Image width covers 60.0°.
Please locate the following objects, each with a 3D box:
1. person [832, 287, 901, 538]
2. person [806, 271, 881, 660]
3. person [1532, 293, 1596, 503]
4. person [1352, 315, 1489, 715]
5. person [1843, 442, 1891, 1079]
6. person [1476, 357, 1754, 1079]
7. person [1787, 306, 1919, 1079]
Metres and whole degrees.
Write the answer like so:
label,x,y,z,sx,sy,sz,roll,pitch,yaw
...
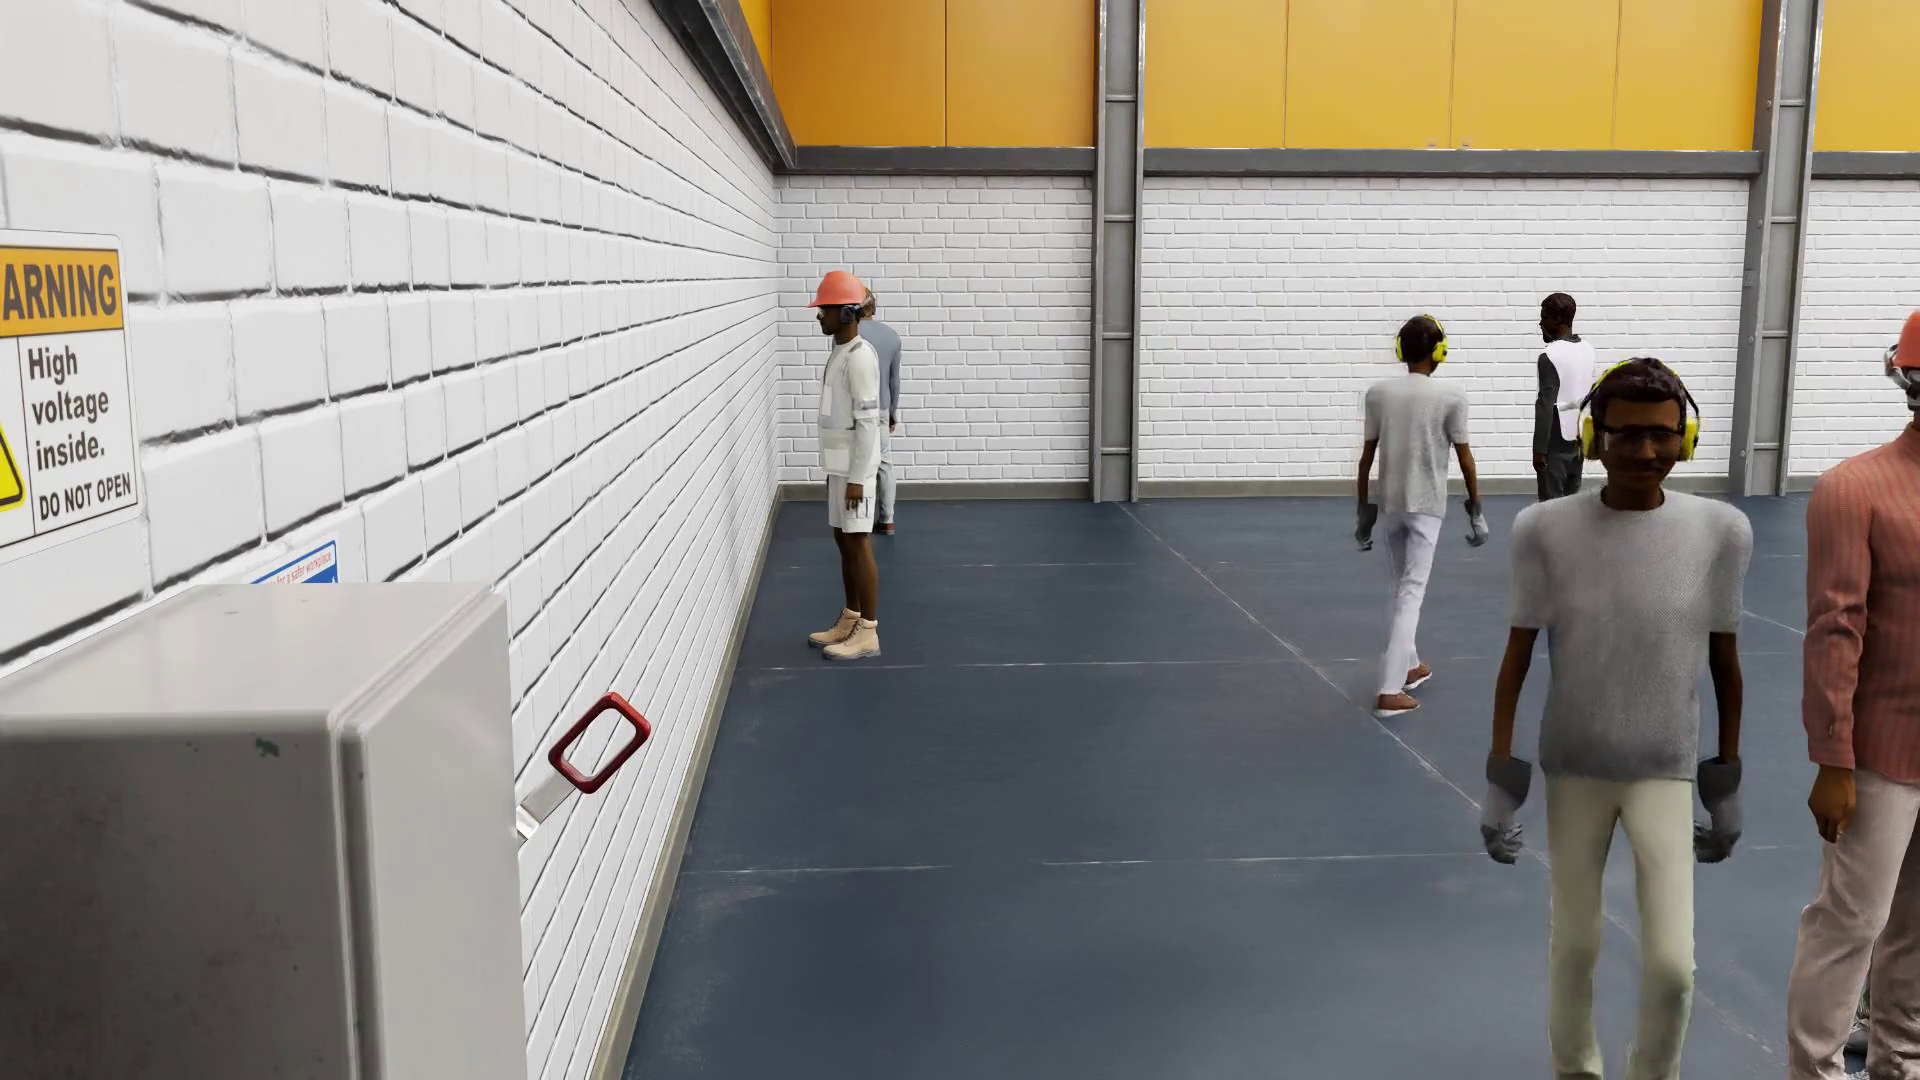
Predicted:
label,x,y,z,sx,sy,sz,roll,pitch,yaw
person,-0.727,-0.978,12.824,0.635,1.936,0.354,-8,12,-41
person,-0.614,-0.391,8.809,0.374,2.043,0.611,-3,9,-17
person,3.915,-0.646,10.835,0.587,1.911,0.398,-8,12,-43
person,2.197,-0.125,7.822,0.541,1.831,0.874,9,13,44
person,2.306,0.564,4.067,0.309,1.641,0.513,4,10,24
person,1.408,0.534,3.609,0.542,1.849,0.535,4,10,21
person,2.105,0.452,3.659,0.611,1.996,0.375,-4,10,-21
